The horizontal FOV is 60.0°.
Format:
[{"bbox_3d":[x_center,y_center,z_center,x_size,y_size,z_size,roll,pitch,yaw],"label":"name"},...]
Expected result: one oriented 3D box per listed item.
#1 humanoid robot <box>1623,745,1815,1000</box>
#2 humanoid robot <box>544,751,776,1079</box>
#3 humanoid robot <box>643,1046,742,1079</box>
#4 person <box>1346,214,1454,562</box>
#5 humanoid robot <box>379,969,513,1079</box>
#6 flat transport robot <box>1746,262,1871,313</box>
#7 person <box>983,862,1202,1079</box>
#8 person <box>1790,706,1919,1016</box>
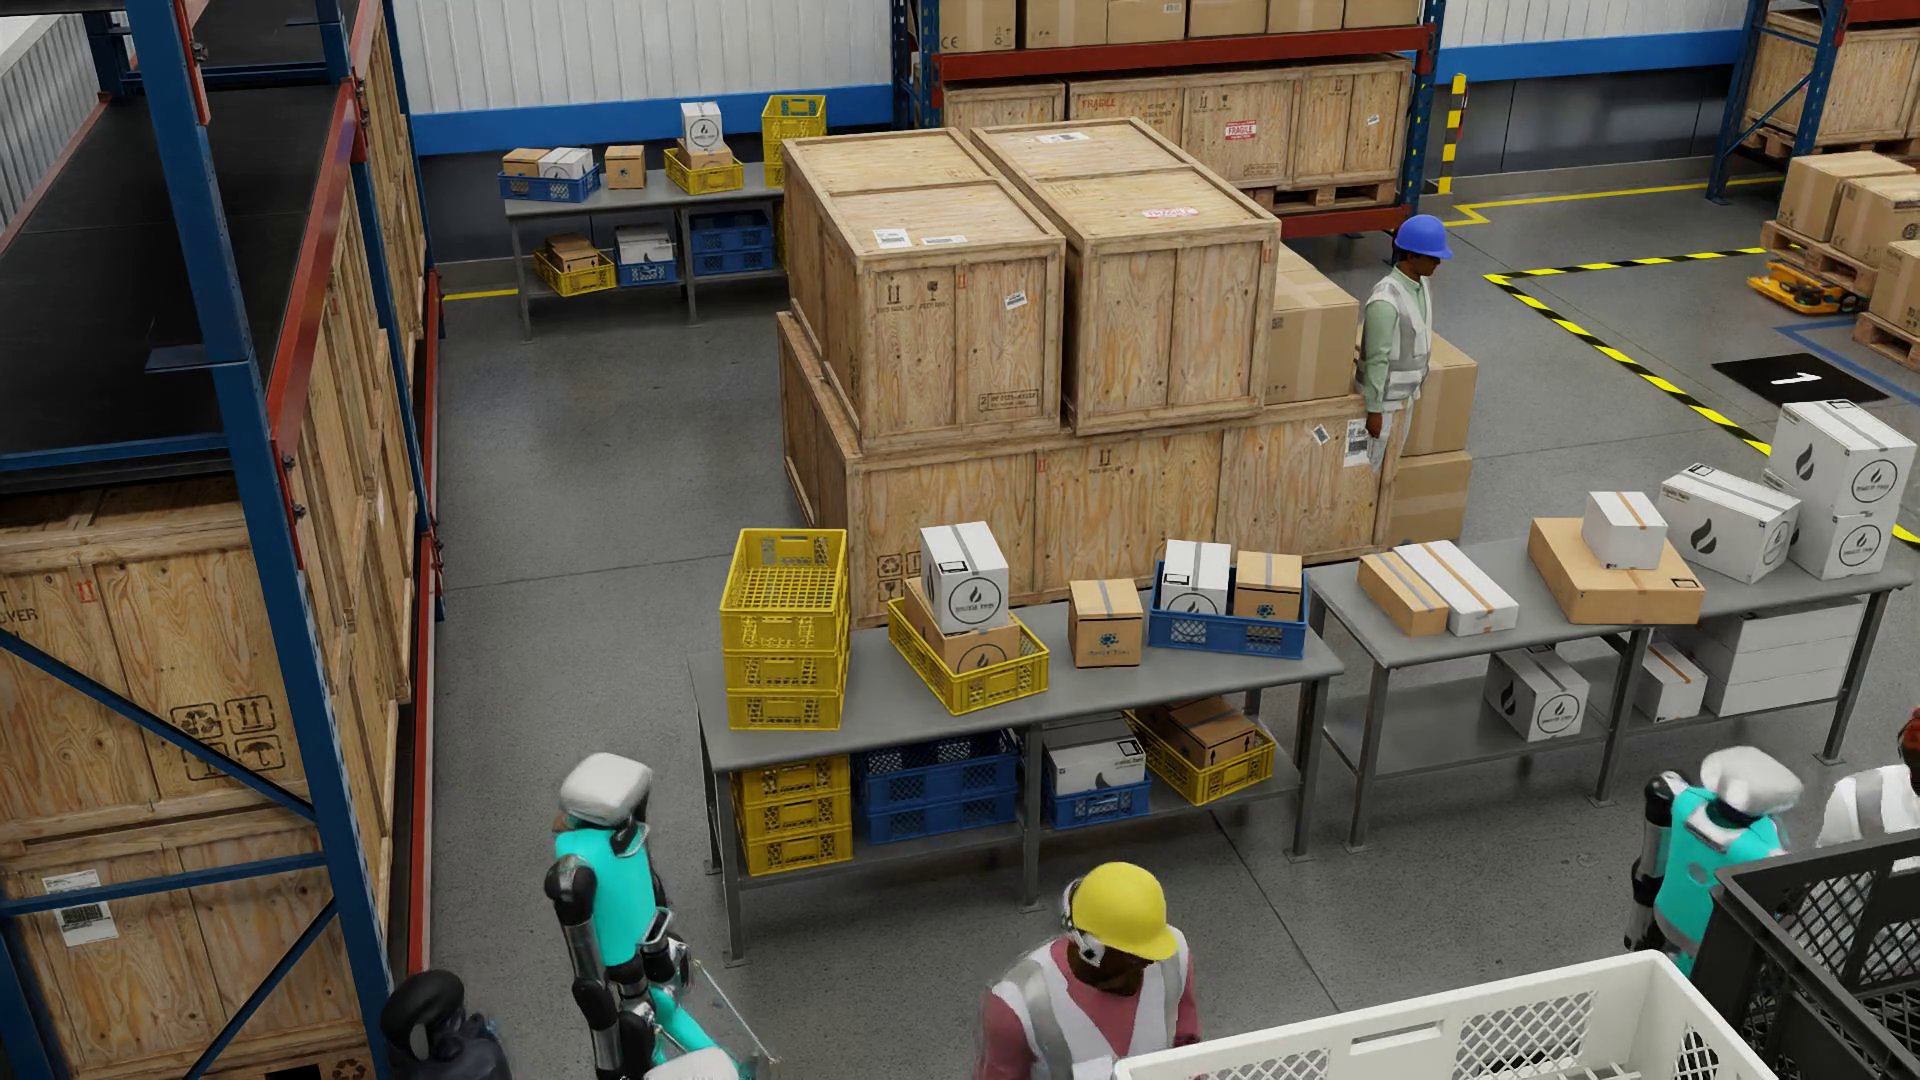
[{"bbox_3d":[2.485,1.314,5.241,0.918,1.759,0.545,-15,32,-26],"label":"humanoid robot"},{"bbox_3d":[-0.804,1.424,4.972,0.675,1.761,0.540,5,29,9],"label":"humanoid robot"},{"bbox_3d":[-0.737,1.994,3.920,0.681,1.751,0.544,-17,33,-29],"label":"humanoid robot"},{"bbox_3d":[2.293,-0.786,8.817,0.410,1.939,0.603,19,34,30],"label":"person"},{"bbox_3d":[-1.245,1.767,4.466,0.613,1.648,0.369,16,33,27],"label":"humanoid robot"},{"bbox_3d":[6.844,-1.988,12.697,1.431,0.197,0.652,-7,30,-13],"label":"flat transport robot"},{"bbox_3d":[0.370,1.600,4.612,0.650,1.813,0.409,-12,31,-21],"label":"person"},{"bbox_3d":[2.932,1.200,5.300,0.634,1.854,0.615,4,29,6],"label":"person"}]
